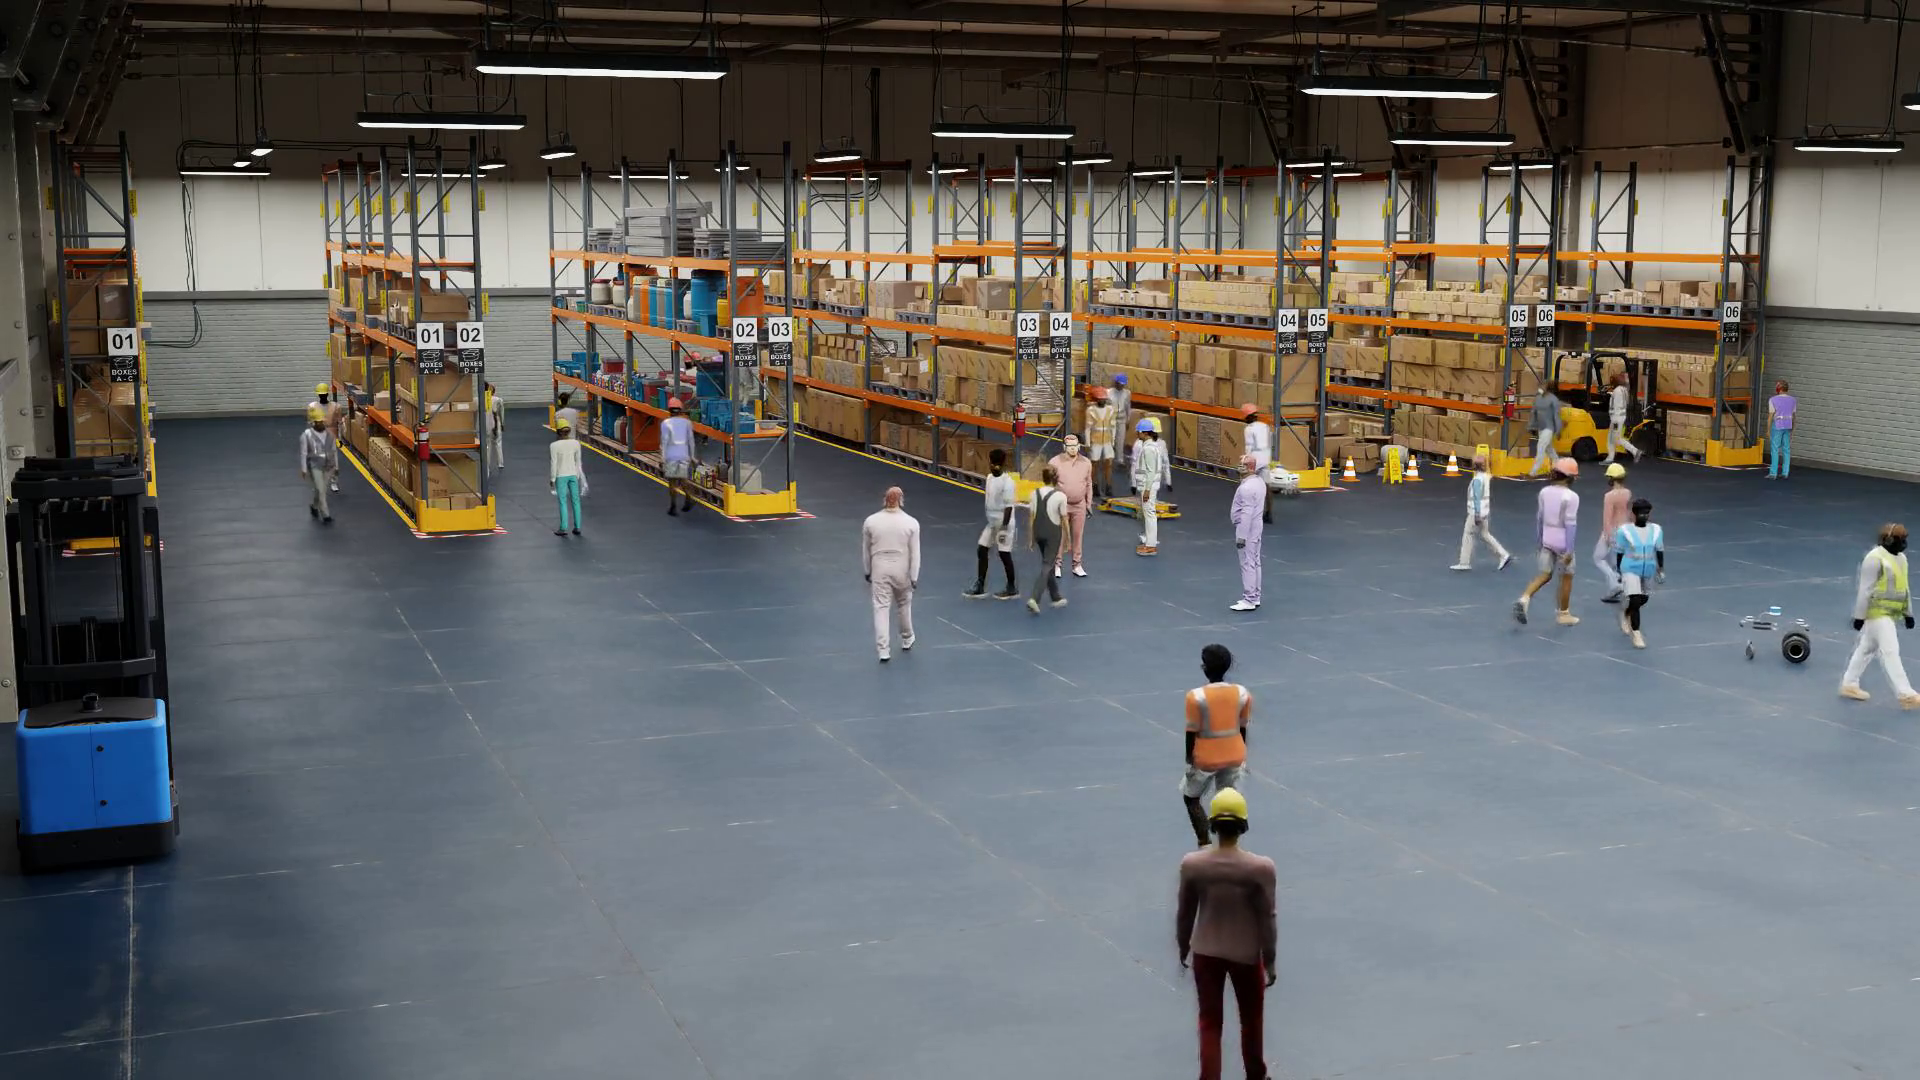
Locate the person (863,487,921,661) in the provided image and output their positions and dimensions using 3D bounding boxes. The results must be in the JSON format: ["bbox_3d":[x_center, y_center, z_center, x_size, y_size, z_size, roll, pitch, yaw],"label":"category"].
[{"bbox_3d":[-0.731,0.348,22.775,0.657,1.854,0.981,1,9,7],"label":"person"}]

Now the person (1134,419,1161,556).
[{"bbox_3d":[2.664,-0.760,29.883,0.406,1.945,0.615,1,9,5],"label":"person"}]

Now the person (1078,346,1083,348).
[{"bbox_3d":[2.849,-3.783,50.493,0.600,1.807,0.728,-5,10,-32],"label":"person"}]

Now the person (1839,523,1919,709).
[{"bbox_3d":[9.085,0.728,20.489,0.632,1.791,0.968,-8,12,-43],"label":"person"}]

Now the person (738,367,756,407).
[{"bbox_3d":[-5.252,-3.857,50.921,0.567,1.837,0.527,7,11,40],"label":"person"}]

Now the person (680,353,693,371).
[{"bbox_3d":[-5.973,-3.207,46.368,0.586,1.904,0.905,-1,9,-6],"label":"person"}]

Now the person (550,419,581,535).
[{"bbox_3d":[-5.996,-0.958,31.804,0.526,1.769,0.328,-7,11,-40],"label":"person"}]

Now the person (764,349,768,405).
[{"bbox_3d":[-4.841,-4.062,52.939,0.499,1.633,0.289,6,11,36],"label":"person"}]

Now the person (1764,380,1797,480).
[{"bbox_3d":[15.198,-2.032,38.736,0.563,1.838,0.378,-2,9,-16],"label":"person"}]

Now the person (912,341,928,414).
[{"bbox_3d":[-0.977,-4.039,52.078,0.985,1.856,0.613,-4,9,-24],"label":"person"}]

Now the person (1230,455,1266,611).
[{"bbox_3d":[3.504,-0.096,25.600,0.404,1.904,0.651,4,9,23],"label":"person"}]

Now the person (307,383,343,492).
[{"bbox_3d":[-11.198,-1.809,36.947,0.592,1.925,0.385,-3,9,-18],"label":"person"}]

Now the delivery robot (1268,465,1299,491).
[{"bbox_3d":[5.543,-1.069,36.395,0.477,0.478,0.707,-8,12,-43],"label":"delivery robot"}]

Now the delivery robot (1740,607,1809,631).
[{"bbox_3d":[8.869,0.843,22.783,0.698,0.223,0.335,3,9,22],"label":"delivery robot"}]

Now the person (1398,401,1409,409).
[{"bbox_3d":[10.292,-3.429,48.392,0.483,1.737,0.320,8,12,43],"label":"person"}]

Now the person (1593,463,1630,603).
[{"bbox_3d":[8.112,-0.085,26.034,0.530,1.755,0.363,-6,11,-36],"label":"person"}]

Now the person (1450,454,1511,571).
[{"bbox_3d":[7.082,-0.373,28.383,0.741,1.613,0.520,5,10,29],"label":"person"}]

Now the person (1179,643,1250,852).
[{"bbox_3d":[1.845,1.581,15.123,0.541,1.682,0.361,-3,9,-18],"label":"person"}]

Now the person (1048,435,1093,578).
[{"bbox_3d":[1.476,-0.456,27.992,0.637,1.911,0.403,-2,9,-15],"label":"person"}]

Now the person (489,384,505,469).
[{"bbox_3d":[-9.057,-2.190,40.454,0.515,1.636,0.314,-2,9,-14],"label":"person"}]

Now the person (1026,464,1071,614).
[{"bbox_3d":[1.052,-0.013,25.387,0.525,1.812,0.919,6,11,36],"label":"person"}]

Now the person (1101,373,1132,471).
[{"bbox_3d":[2.962,-2.279,40.265,0.688,1.880,1.008,-2,9,-10],"label":"person"}]

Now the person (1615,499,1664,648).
[{"bbox_3d":[7.599,0.332,23.571,0.535,1.668,0.783,-1,9,-4],"label":"person"}]

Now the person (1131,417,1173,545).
[{"bbox_3d":[2.798,-0.862,30.709,0.610,1.895,0.486,-7,11,-38],"label":"person"}]

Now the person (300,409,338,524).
[{"bbox_3d":[-10.167,-1.183,33.197,0.842,1.806,0.599,8,12,42],"label":"person"}]

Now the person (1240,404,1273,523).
[{"bbox_3d":[4.709,-1.215,33.124,0.692,1.880,0.635,-6,11,-36],"label":"person"}]

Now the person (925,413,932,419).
[{"bbox_3d":[-0.771,-3.766,51.008,0.522,1.620,0.362,1,9,5],"label":"person"}]

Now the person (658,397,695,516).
[{"bbox_3d":[-4.592,-1.356,33.970,0.588,1.914,0.518,-5,10,-32],"label":"person"}]

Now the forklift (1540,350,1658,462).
[{"bbox_3d":[12.897,-2.725,42.309,2.313,2.155,1.214,-3,9,-21],"label":"forklift"}]

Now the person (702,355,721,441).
[{"bbox_3d":[-5.466,-3.059,45.371,0.671,1.902,0.456,-1,9,-9],"label":"person"}]

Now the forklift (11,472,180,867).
[{"bbox_3d":[-6.630,0.886,15.957,1.129,2.768,1.873,-3,9,-21],"label":"forklift"}]

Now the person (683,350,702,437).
[{"bbox_3d":[-5.869,-3.265,46.644,0.654,1.929,0.434,5,10,32],"label":"person"}]

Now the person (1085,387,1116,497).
[{"bbox_3d":[2.454,-1.680,36.149,0.567,1.900,0.865,-2,9,-11],"label":"person"}]

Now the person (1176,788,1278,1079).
[{"bbox_3d":[1.428,2.155,11.084,0.552,1.741,0.696,3,9,18],"label":"person"}]

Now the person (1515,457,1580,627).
[{"bbox_3d":[6.900,0.033,24.399,0.867,2.015,0.610,-5,10,-29],"label":"person"}]

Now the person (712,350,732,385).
[{"bbox_3d":[-5.665,-3.776,50.089,0.542,1.919,0.419,1,9,8],"label":"person"}]

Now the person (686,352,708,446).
[{"bbox_3d":[-5.612,-3.010,44.724,0.612,1.997,0.376,-5,10,-30],"label":"person"}]

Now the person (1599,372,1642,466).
[{"bbox_3d":[12.909,-2.358,40.838,0.716,1.862,0.582,2,9,16],"label":"person"}]

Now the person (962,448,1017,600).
[{"bbox_3d":[0.374,-0.189,26.159,0.832,1.919,0.659,-4,9,-26],"label":"person"}]

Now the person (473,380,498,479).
[{"bbox_3d":[-8.885,-2.066,39.026,0.544,1.828,0.957,-3,9,-21],"label":"person"}]

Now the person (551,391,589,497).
[{"bbox_3d":[-6.783,-1.669,36.397,0.534,1.833,0.923,-8,12,-43],"label":"person"}]

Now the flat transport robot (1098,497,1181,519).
[{"bbox_3d":[2.909,-0.532,34.070,0.652,0.197,1.431,-5,10,-29],"label":"flat transport robot"}]

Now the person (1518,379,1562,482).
[{"bbox_3d":[10.676,-1.998,38.324,1.069,1.876,0.631,-3,9,-16],"label":"person"}]
